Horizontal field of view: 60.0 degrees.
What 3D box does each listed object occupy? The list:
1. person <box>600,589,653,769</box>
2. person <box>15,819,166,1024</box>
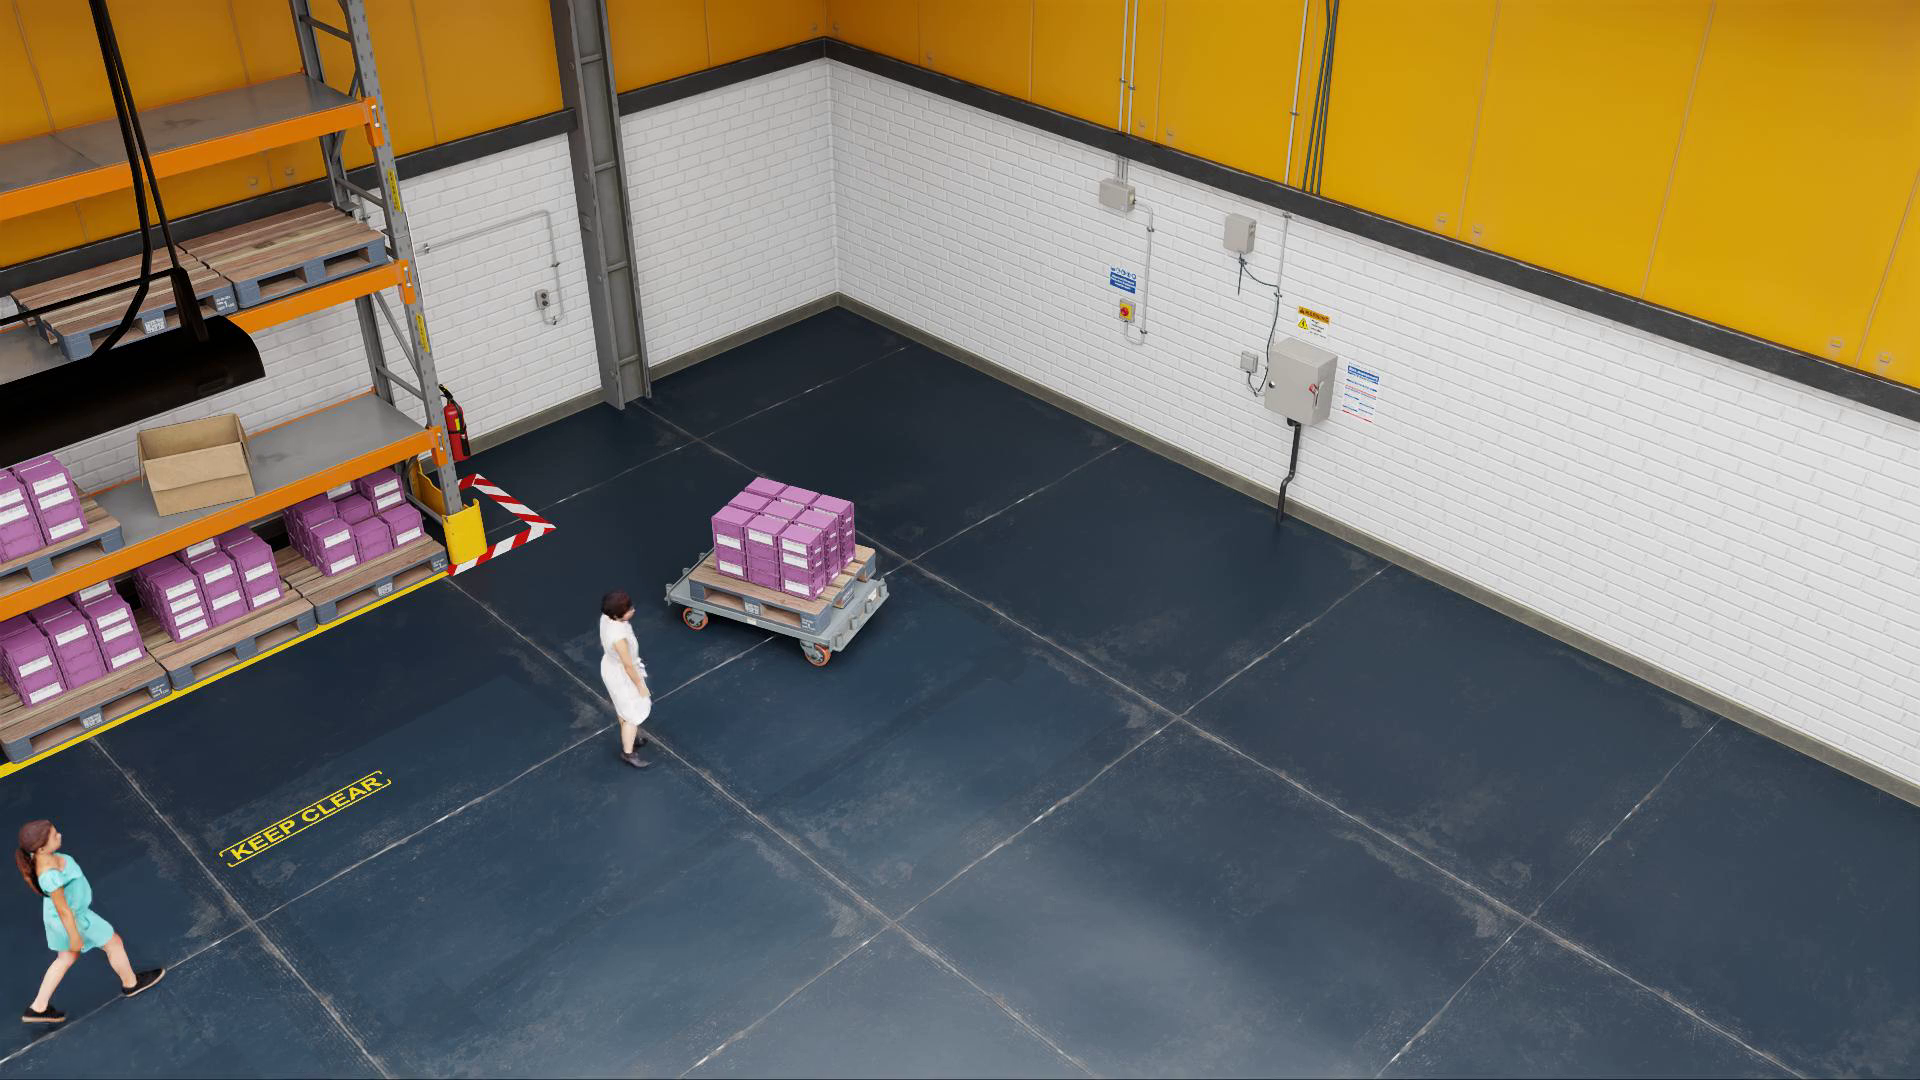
[{"bbox_3d":[-2.421,0.987,11.939,0.615,1.550,0.628,-22,40,-30],"label":"person"},{"bbox_3d":[-5.418,2.302,9.978,0.548,1.530,1.013,29,43,36],"label":"person"}]
